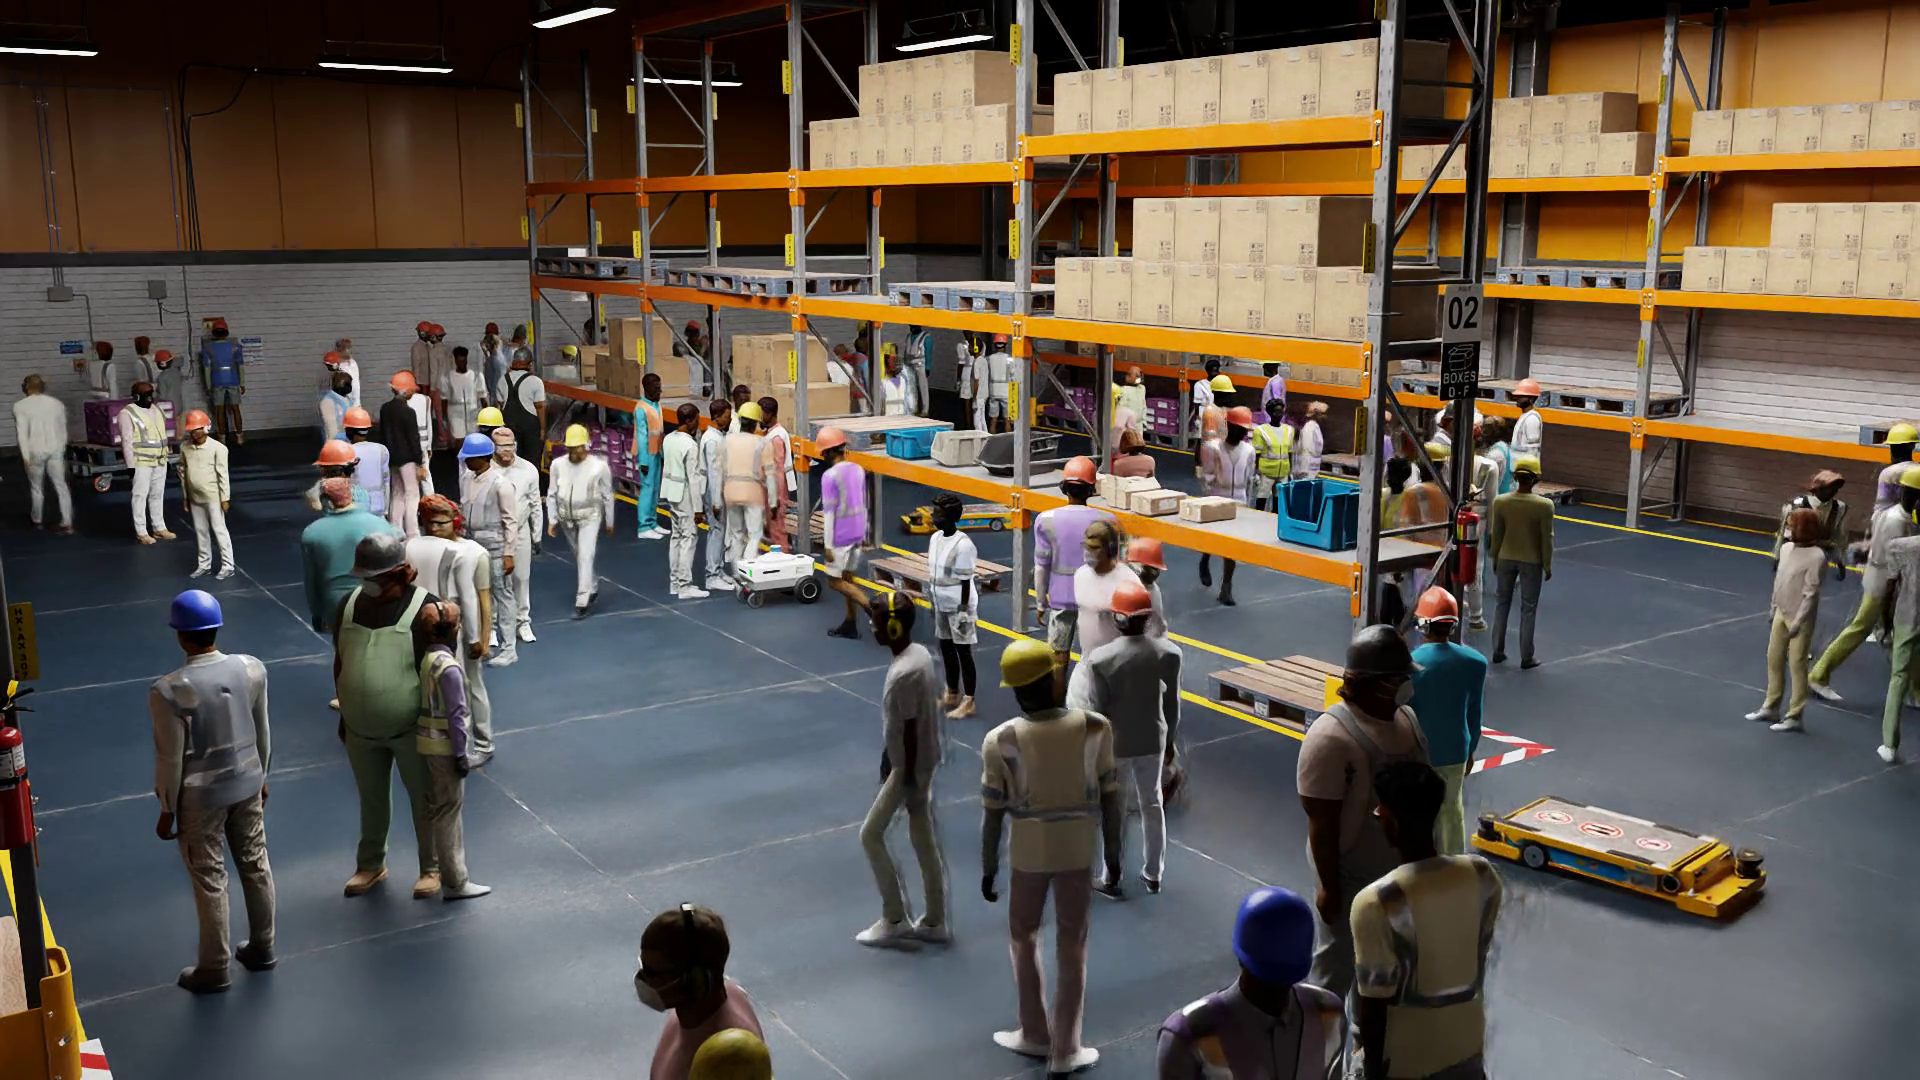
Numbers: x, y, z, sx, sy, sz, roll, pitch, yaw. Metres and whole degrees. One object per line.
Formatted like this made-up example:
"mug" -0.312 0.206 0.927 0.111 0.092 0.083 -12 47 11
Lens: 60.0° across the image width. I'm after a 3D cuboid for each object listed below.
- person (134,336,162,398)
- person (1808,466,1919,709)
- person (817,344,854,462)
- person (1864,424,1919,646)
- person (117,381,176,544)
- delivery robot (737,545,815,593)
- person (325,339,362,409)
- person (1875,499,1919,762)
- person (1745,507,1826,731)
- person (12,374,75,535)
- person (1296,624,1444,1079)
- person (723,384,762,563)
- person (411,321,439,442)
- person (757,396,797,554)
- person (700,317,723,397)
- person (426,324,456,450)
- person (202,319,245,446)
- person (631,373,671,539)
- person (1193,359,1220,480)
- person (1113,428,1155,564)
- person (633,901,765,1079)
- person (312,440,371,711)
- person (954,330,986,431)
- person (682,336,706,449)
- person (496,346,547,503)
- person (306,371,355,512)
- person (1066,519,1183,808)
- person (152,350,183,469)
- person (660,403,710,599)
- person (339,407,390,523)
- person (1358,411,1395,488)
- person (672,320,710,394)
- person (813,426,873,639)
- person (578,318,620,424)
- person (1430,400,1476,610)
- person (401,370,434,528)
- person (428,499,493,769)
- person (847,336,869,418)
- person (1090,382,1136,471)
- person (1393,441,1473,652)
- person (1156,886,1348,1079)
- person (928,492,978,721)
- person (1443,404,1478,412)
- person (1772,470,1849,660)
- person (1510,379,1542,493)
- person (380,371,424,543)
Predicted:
"person" -12.371 -2.189 25.451 0.425 1.876 0.610 2 11 9
"person" 6.979 0.353 12.526 1.047 1.865 0.591 10 15 41
"person" -1.860 -2.046 24.964 0.709 1.787 0.605 9 14 39
"person" 8.095 -0.043 14.394 0.583 1.919 0.390 -5 12 -24
"person" -9.212 -0.884 18.887 0.429 1.841 0.634 3 12 16
"delivery robot" -1.763 0.291 15.937 0.707 0.478 0.477 -6 13 -30
"person" -9.150 -2.044 24.707 0.601 1.893 0.654 4 12 19
"person" 6.488 0.600 11.239 0.519 1.865 0.326 7 13 31
"person" 5.990 0.569 11.997 0.329 1.631 0.510 -1 11 -6
"person" -10.710 -0.992 19.432 1.061 1.860 0.633 8 14 36
"person" 1.742 1.352 6.932 0.684 2.000 0.538 -10 15 -42
"person" -2.367 -0.713 17.821 0.395 1.917 0.590 5 12 23
"person" -8.764 -2.589 27.265 0.410 1.980 0.628 1 11 3
"person" -1.857 -0.493 16.730 0.413 1.906 0.600 -3 11 -14
"person" -4.367 -2.981 29.336 0.375 1.958 0.598 5 12 24
"person" -8.250 -2.427 26.393 0.381 1.994 0.620 2 11 11
"person" -11.835 -2.525 26.767 0.608 2.044 0.370 -6 13 -30
"person" -3.585 -0.971 19.172 0.391 1.911 0.585 1 11 6
"person" 3.521 -1.701 23.448 0.532 1.695 0.319 -6 12 -27
"person" 1.695 -0.287 16.367 0.497 1.633 0.289 -7 13 -32
"person" -0.662 1.888 4.493 0.377 1.931 0.624 -3 11 -14
"person" -4.612 0.262 12.503 0.377 2.045 0.605 -1 11 -4
"person" 0.163 -2.720 27.980 0.600 1.959 0.376 -9 14 -39
"person" -4.144 -2.240 25.844 0.342 1.839 0.504 7 13 33
"person" -5.614 -1.498 21.518 0.683 2.000 0.536 4 12 19
"person" -7.688 -1.175 20.478 0.689 1.806 0.630 2 11 11
"person" 0.970 0.789 10.203 0.986 1.905 0.644 -7 13 -33
"person" -11.636 -1.921 24.433 0.359 1.749 0.573 1 11 4
"person" -2.681 -0.377 16.127 0.399 1.908 0.602 -8 13 -35
"person" -5.567 -0.276 15.517 0.347 1.943 0.545 8 13 35
"person" 4.478 -0.597 17.936 0.311 1.640 0.513 -5 12 -25
"person" -4.417 -2.587 27.223 0.705 1.994 0.758 -4 12 -19
"person" -0.936 -0.031 14.367 0.685 1.901 0.592 6 13 28
"person" -6.418 -3.004 29.457 0.652 1.947 0.690 10 15 40
"person" 4.606 -0.316 15.469 0.538 2.000 0.690 8 14 36
"person" -6.520 -1.086 19.817 0.352 1.881 0.576 6 13 28
"person" -3.393 0.620 11.215 0.579 1.836 0.394 4 12 22
"person" -1.496 -2.218 25.705 0.429 1.846 0.633 -7 13 -31
"person" 1.817 -1.016 19.789 0.551 1.745 0.396 3 11 14
"person" 3.896 0.171 13.434 0.602 1.894 0.879 -5 12 -22
"person" 0.806 1.860 4.583 0.605 1.943 0.402 -5 12 -24
"person" -0.060 0.482 12.290 0.323 1.688 0.530 -7 13 -33
"person" 6.083 -1.110 20.333 0.417 1.732 0.499 -7 13 -32
"person" 7.123 0.204 13.925 0.534 1.599 0.770 0 11 -1
"person" 6.132 -0.788 18.140 0.349 1.940 0.551 2 11 11
"person" -6.192 -0.889 18.539 0.623 1.992 0.393 9 14 38
